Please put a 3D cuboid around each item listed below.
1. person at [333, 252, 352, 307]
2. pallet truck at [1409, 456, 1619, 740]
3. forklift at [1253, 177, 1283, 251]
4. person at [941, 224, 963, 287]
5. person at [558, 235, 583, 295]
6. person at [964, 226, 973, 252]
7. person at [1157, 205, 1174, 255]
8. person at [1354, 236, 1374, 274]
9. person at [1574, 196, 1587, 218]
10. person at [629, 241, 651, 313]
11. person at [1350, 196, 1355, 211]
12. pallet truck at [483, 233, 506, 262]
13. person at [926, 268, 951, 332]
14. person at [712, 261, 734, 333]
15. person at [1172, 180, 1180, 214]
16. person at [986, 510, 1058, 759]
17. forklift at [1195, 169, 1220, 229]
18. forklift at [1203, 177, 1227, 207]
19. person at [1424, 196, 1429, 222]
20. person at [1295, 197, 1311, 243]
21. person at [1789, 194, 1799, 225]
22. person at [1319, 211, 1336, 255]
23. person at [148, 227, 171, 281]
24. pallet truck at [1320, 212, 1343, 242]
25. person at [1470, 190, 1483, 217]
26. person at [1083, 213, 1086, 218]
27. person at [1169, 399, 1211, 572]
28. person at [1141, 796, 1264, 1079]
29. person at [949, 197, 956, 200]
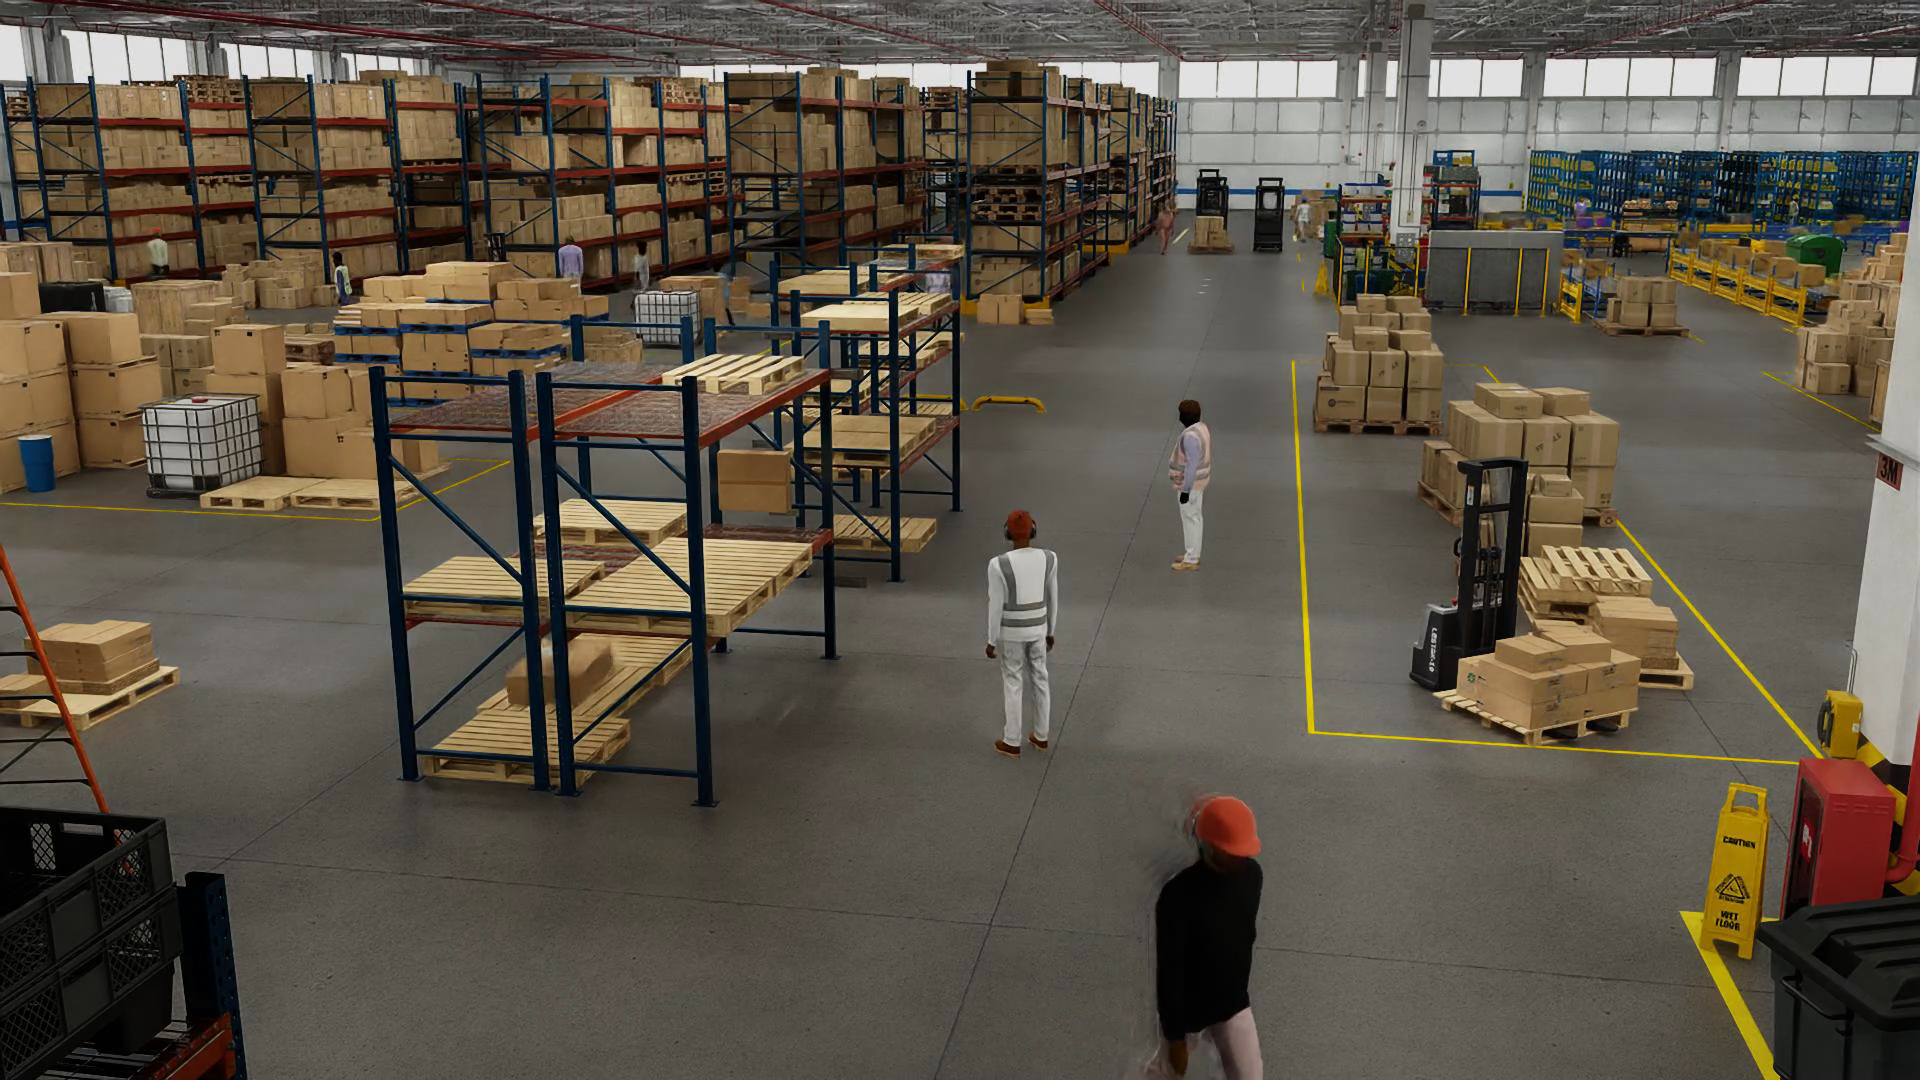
[{"bbox_3d":[-14.061,-5.595,37.903,0.391,1.918,0.593,-3,14,-11],"label":"person"},{"bbox_3d":[4.504,0.400,13.395,0.823,1.965,1.885,-6,15,-23],"label":"pallet truck"},{"bbox_3d":[12.083,-12.747,64.956,1.129,2.768,1.873,3,14,10],"label":"forklift"},{"bbox_3d":[-0.254,-8.550,50.018,0.641,1.864,0.974,4,14,14],"label":"person"},{"bbox_3d":[-10.208,-7.034,43.712,0.627,1.935,0.371,-3,14,-14],"label":"person"},{"bbox_3d":[0.465,-11.639,63.060,0.587,1.614,0.510,1,14,4],"label":"person"},{"bbox_3d":[7.761,-11.762,63.036,0.681,1.877,0.740,-4,14,-14],"label":"person"},{"bbox_3d":[11.381,-7.707,46.924,0.540,1.697,0.317,8,16,30],"label":"person"},{"bbox_3d":[26.907,-14.015,72.233,0.565,1.846,0.389,-3,14,-11],"label":"person"},{"bbox_3d":[-7.941,-6.487,41.446,0.658,1.950,0.631,2,14,8],"label":"person"},{"bbox_3d":[20.655,-17.773,87.729,0.485,1.735,0.347,-11,17,-37],"label":"person"},{"bbox_3d":[-11.832,-7.026,43.548,1.885,1.965,0.823,8,16,28],"label":"pallet truck"},{"bbox_3d":[-0.501,-5.591,37.982,0.549,1.894,0.954,-2,14,-8],"label":"person"},{"bbox_3d":[-5.604,-5.639,38.602,0.830,1.648,0.542,7,15,25],"label":"person"},{"bbox_3d":[12.046,-19.295,93.518,0.600,1.922,0.566,5,15,18],"label":"person"},{"bbox_3d":[0.459,0.701,12.410,0.576,1.883,0.362,-6,15,-24],"label":"person"},{"bbox_3d":[11.818,-16.237,79.125,1.129,2.768,1.873,3,14,10],"label":"forklift"},{"bbox_3d":[10.080,-12.991,65.948,1.129,2.768,1.873,3,14,10],"label":"forklift"},{"bbox_3d":[20.550,-14.296,73.430,0.484,1.812,0.616,4,14,15],"label":"person"},{"bbox_3d":[14.418,-13.432,69.749,0.615,1.913,0.935,-2,14,-10],"label":"person"},{"bbox_3d":[37.368,-14.578,74.546,0.404,1.831,0.600,11,17,37],"label":"person"},{"bbox_3d":[13.911,-11.518,62.486,0.894,1.644,0.550,-10,17,-34],"label":"person"},{"bbox_3d":[-22.561,-7.806,46.788,0.622,1.968,0.895,3,14,12],"label":"person"},{"bbox_3d":[15.874,-13.227,70.310,0.680,1.201,1.601,10,17,35],"label":"pallet truck"},{"bbox_3d":[24.607,-15.706,79.068,0.670,1.852,0.985,-8,16,-30],"label":"person"},{"bbox_3d":[5.784,-15.445,77.914,0.407,1.910,0.639,-8,16,-31],"label":"person"},{"bbox_3d":[2.437,-0.585,17.721,0.428,1.839,0.631,4,14,17],"label":"person"},{"bbox_3d":[1.072,1.987,7.104,0.633,1.928,1.046,-9,16,-32],"label":"person"},{"bbox_3d":[-0.277,-18.130,89.048,0.610,1.808,0.730,0,14,1],"label":"person"}]
